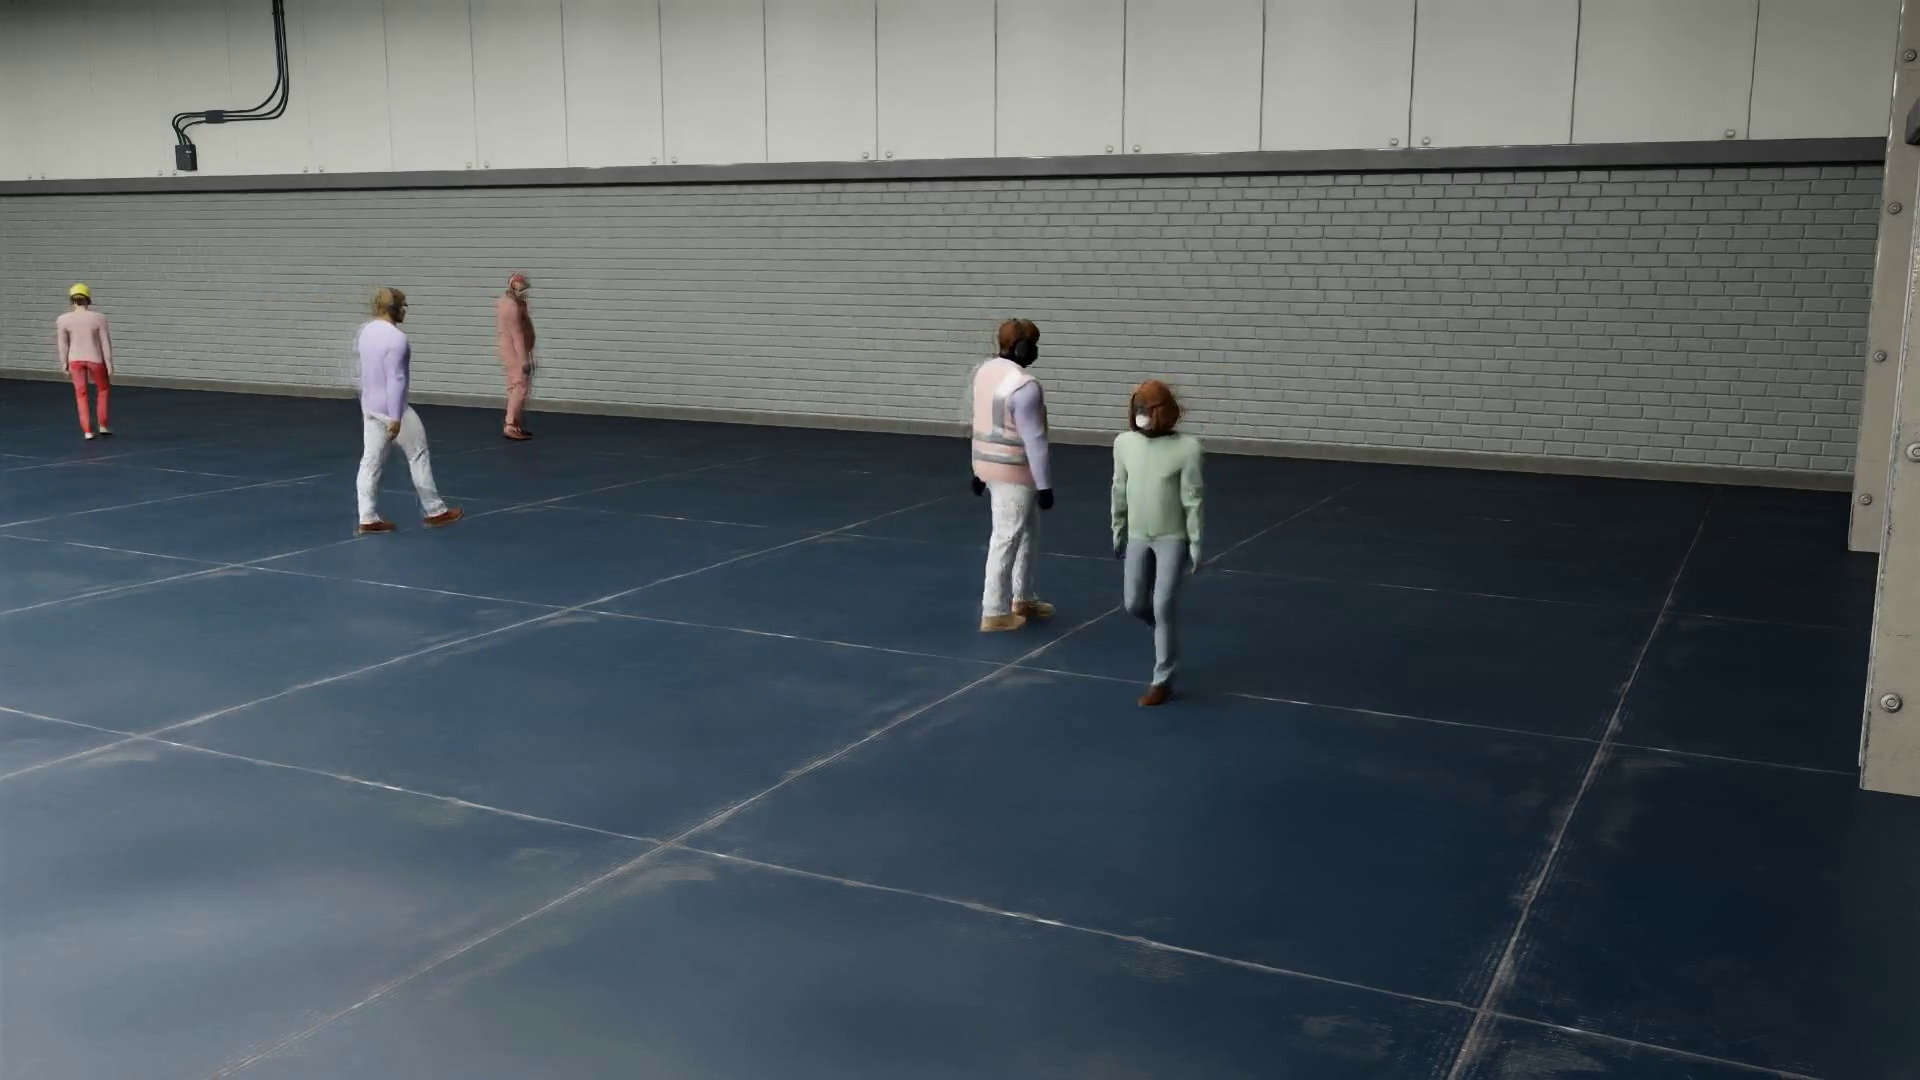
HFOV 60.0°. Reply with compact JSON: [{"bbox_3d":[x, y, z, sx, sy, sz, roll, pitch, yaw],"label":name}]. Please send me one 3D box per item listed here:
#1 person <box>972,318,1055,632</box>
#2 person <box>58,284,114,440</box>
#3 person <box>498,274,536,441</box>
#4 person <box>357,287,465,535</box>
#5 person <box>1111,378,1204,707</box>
[{"bbox_3d":[0.395,-0.377,9.689,0.684,1.821,0.662,-4,11,-22],"label":"person"},{"bbox_3d":[-9.859,-2.018,18.821,0.554,1.743,0.618,-3,11,-15],"label":"person"},{"bbox_3d":[-5.000,-2.063,18.791,0.436,1.868,0.729,-4,11,-22],"label":"person"},{"bbox_3d":[-4.316,-1.003,12.922,0.637,1.897,0.943,9,14,40],"label":"person"},{"bbox_3d":[1.012,-0.010,8.270,0.530,1.610,0.550,7,13,34],"label":"person"}]
